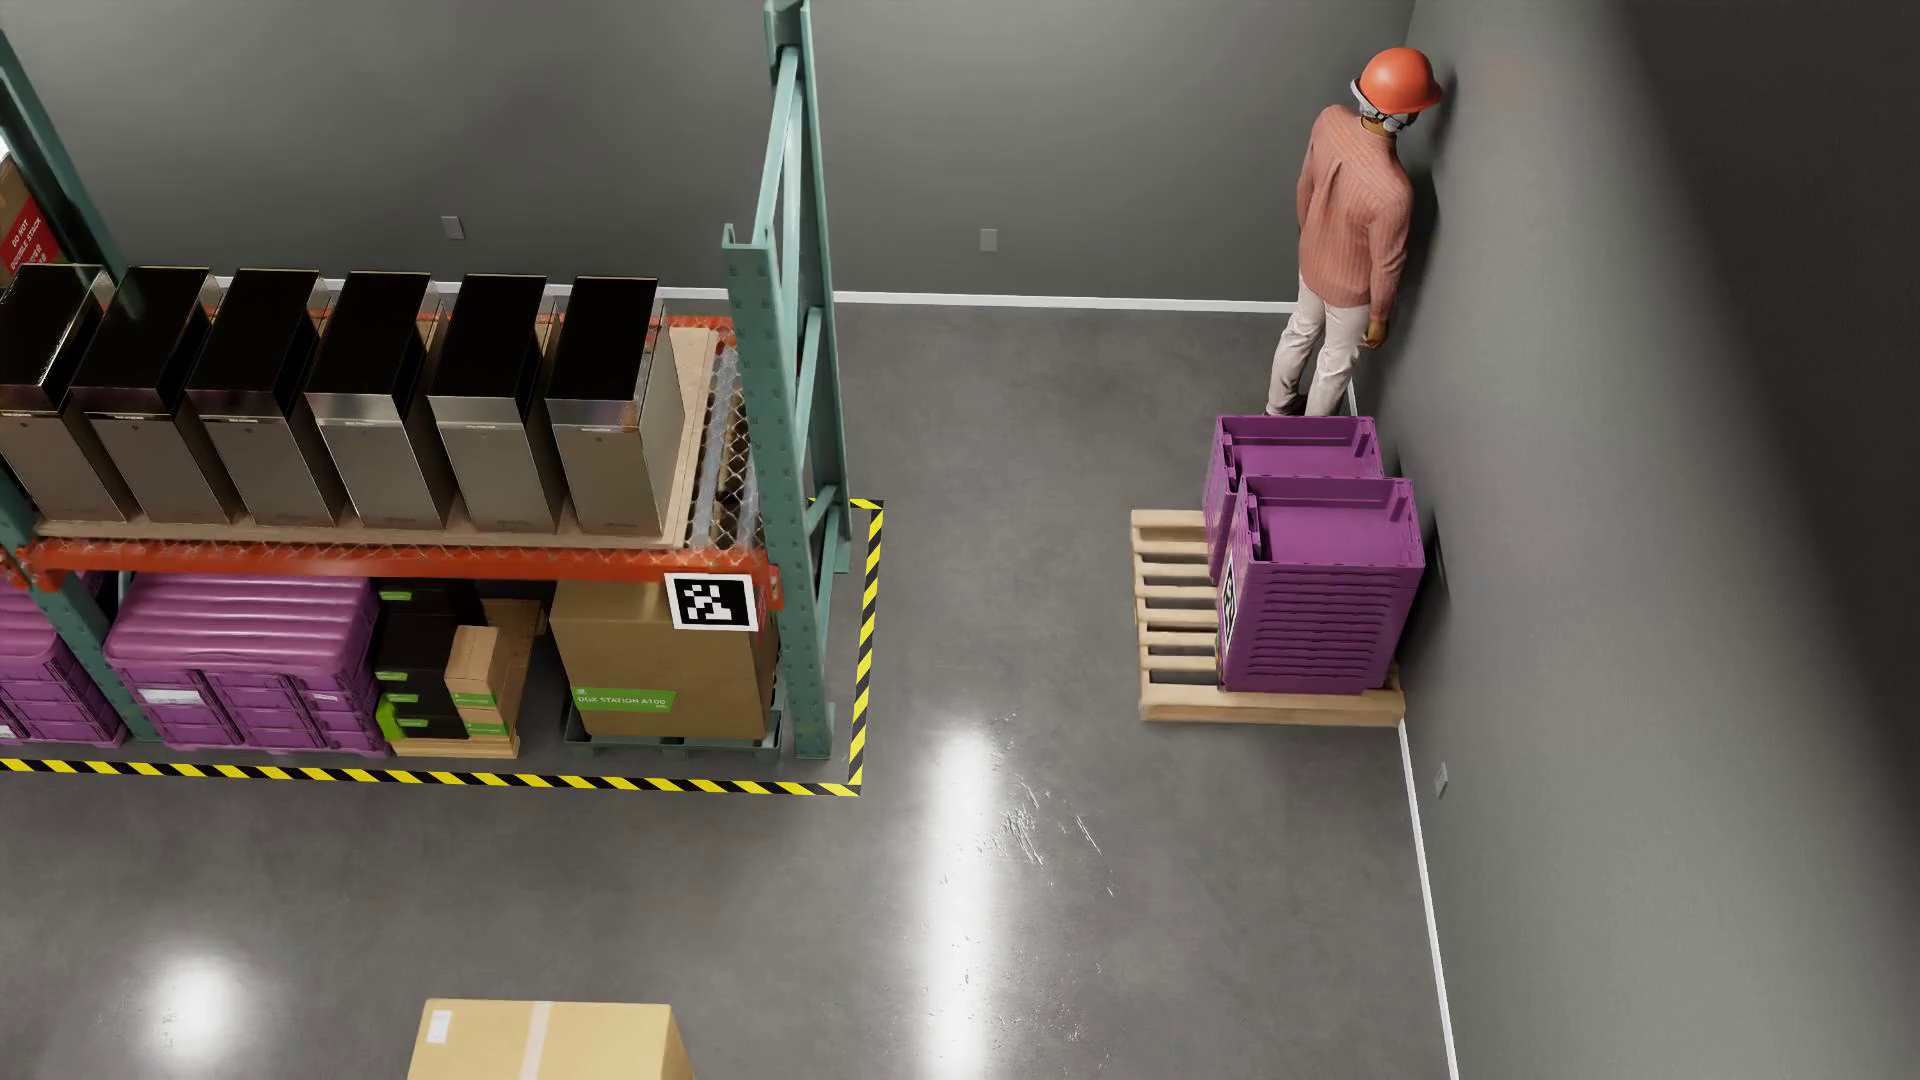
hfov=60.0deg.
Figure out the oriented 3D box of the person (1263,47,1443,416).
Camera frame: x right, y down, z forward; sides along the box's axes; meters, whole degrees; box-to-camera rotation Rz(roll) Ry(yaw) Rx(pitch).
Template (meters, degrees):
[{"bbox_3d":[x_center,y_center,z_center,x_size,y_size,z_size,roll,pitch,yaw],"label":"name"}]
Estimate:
[{"bbox_3d":[1.511,-1.055,6.487,0.382,1.993,0.622,-18,54,-14],"label":"person"}]
